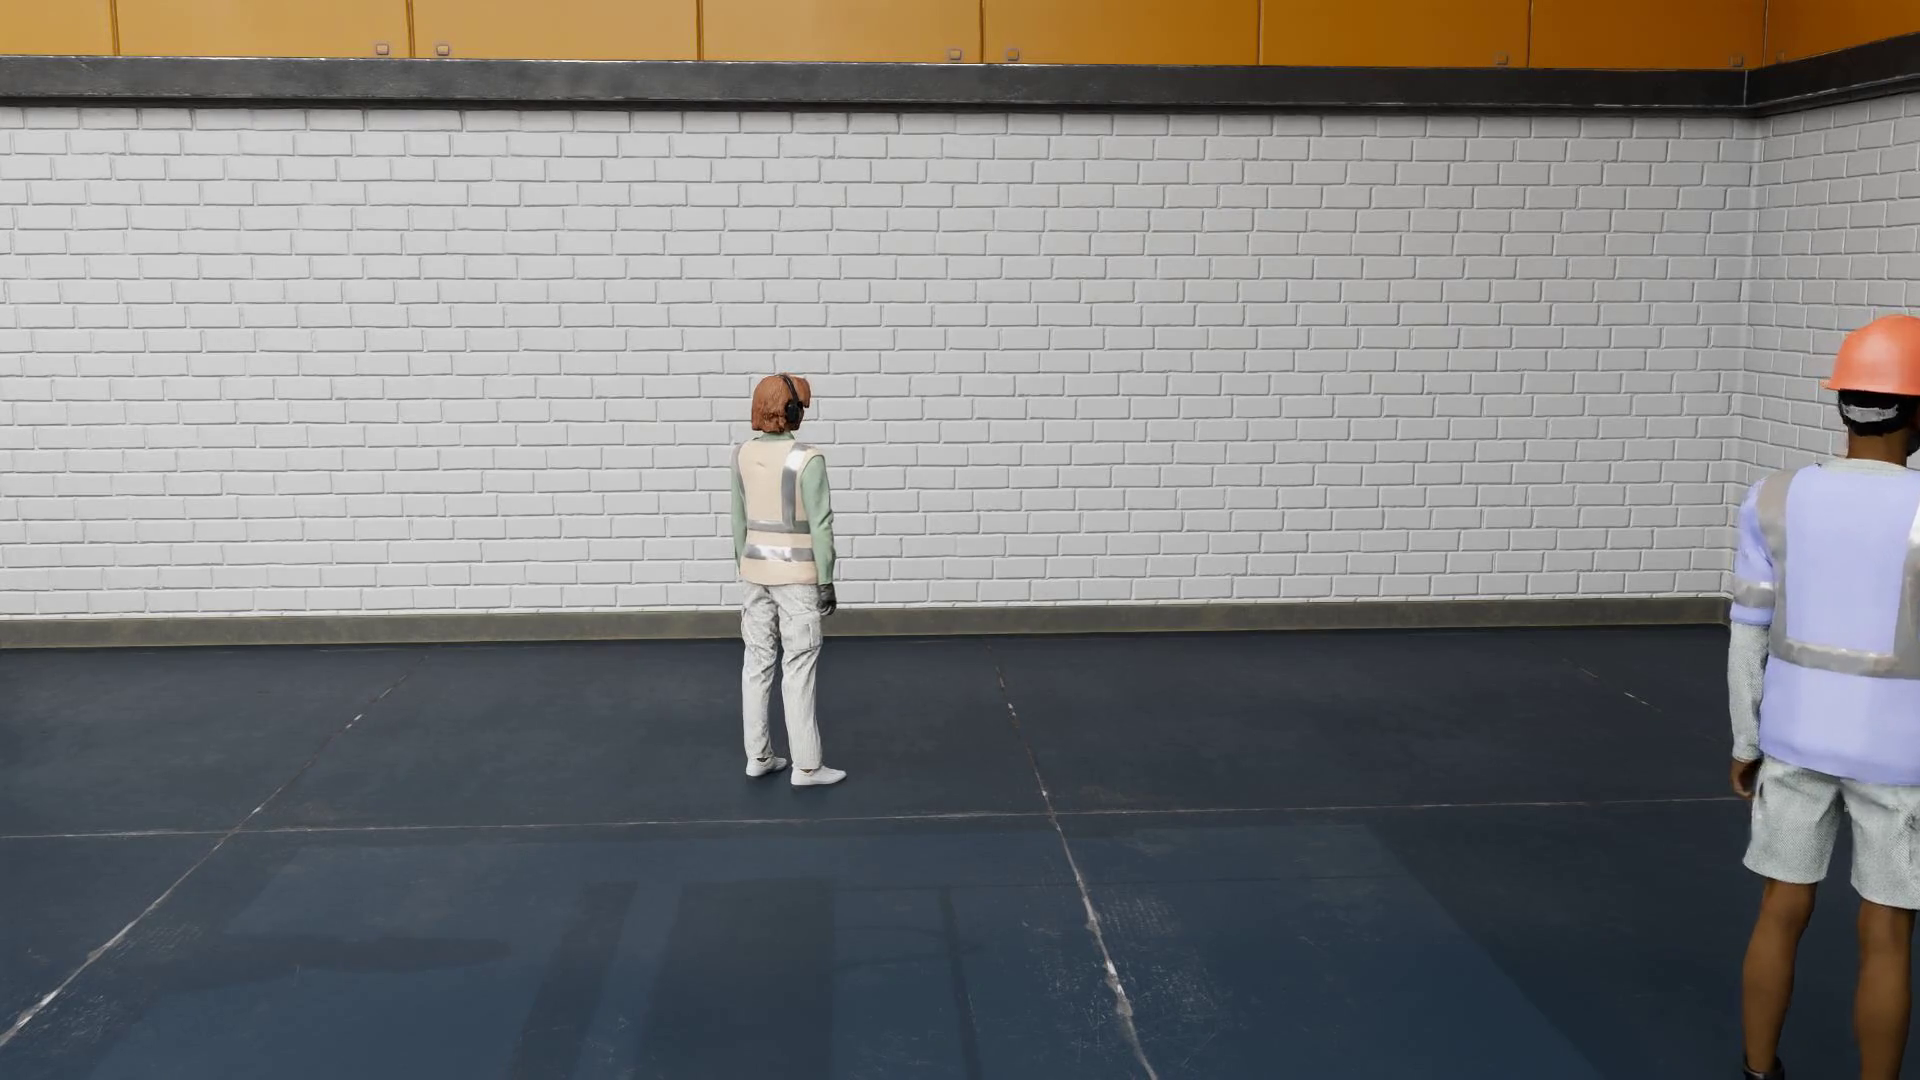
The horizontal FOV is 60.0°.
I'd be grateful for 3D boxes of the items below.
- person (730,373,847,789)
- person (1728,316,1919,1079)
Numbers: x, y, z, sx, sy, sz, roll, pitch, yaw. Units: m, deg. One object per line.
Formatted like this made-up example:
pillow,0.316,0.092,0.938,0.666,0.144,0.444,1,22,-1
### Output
person,-0.697,0.165,6.576,0.511,1.641,0.307,7,11,36
person,2.026,0.472,3.767,0.425,1.933,0.562,-8,12,-42
